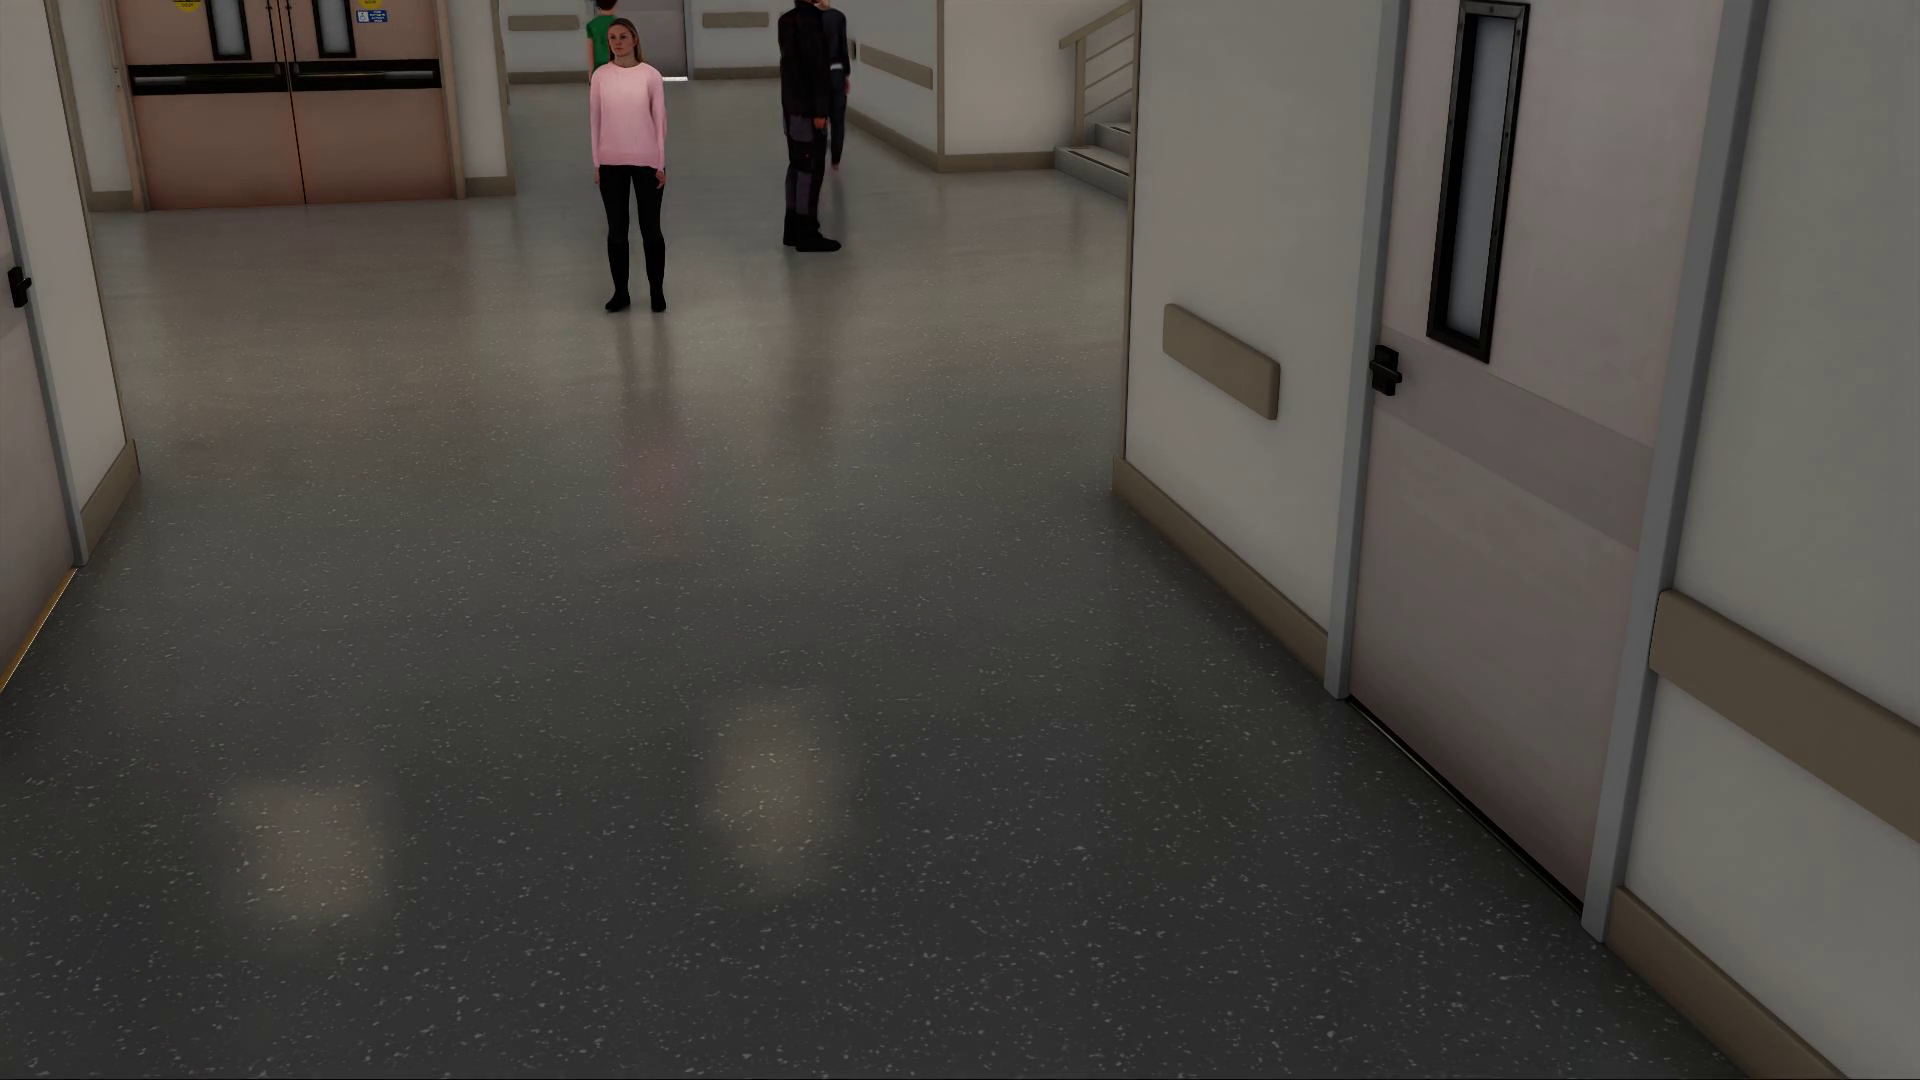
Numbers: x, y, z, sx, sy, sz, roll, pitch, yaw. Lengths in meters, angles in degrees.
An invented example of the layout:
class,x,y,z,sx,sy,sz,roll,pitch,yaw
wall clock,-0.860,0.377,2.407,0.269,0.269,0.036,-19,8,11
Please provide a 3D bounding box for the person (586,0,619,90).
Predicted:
class,x,y,z,sx,sy,sz,roll,pitch,yaw
person,-3.109,-4.066,14.818,1.098,1.625,0.957,4,21,10

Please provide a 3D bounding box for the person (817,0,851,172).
class,x,y,z,sx,sy,sz,roll,pitch,yaw
person,-1.203,-4.197,15.038,0.706,1.714,0.719,-3,21,-7

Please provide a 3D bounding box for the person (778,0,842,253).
class,x,y,z,sx,sy,sz,roll,pitch,yaw
person,-1.083,-3.015,11.592,0.643,1.944,0.736,-9,22,-22

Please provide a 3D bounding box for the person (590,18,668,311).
class,x,y,z,sx,sy,sz,roll,pitch,yaw
person,-1.947,-2.217,9.847,0.552,1.688,0.706,-1,21,-2
